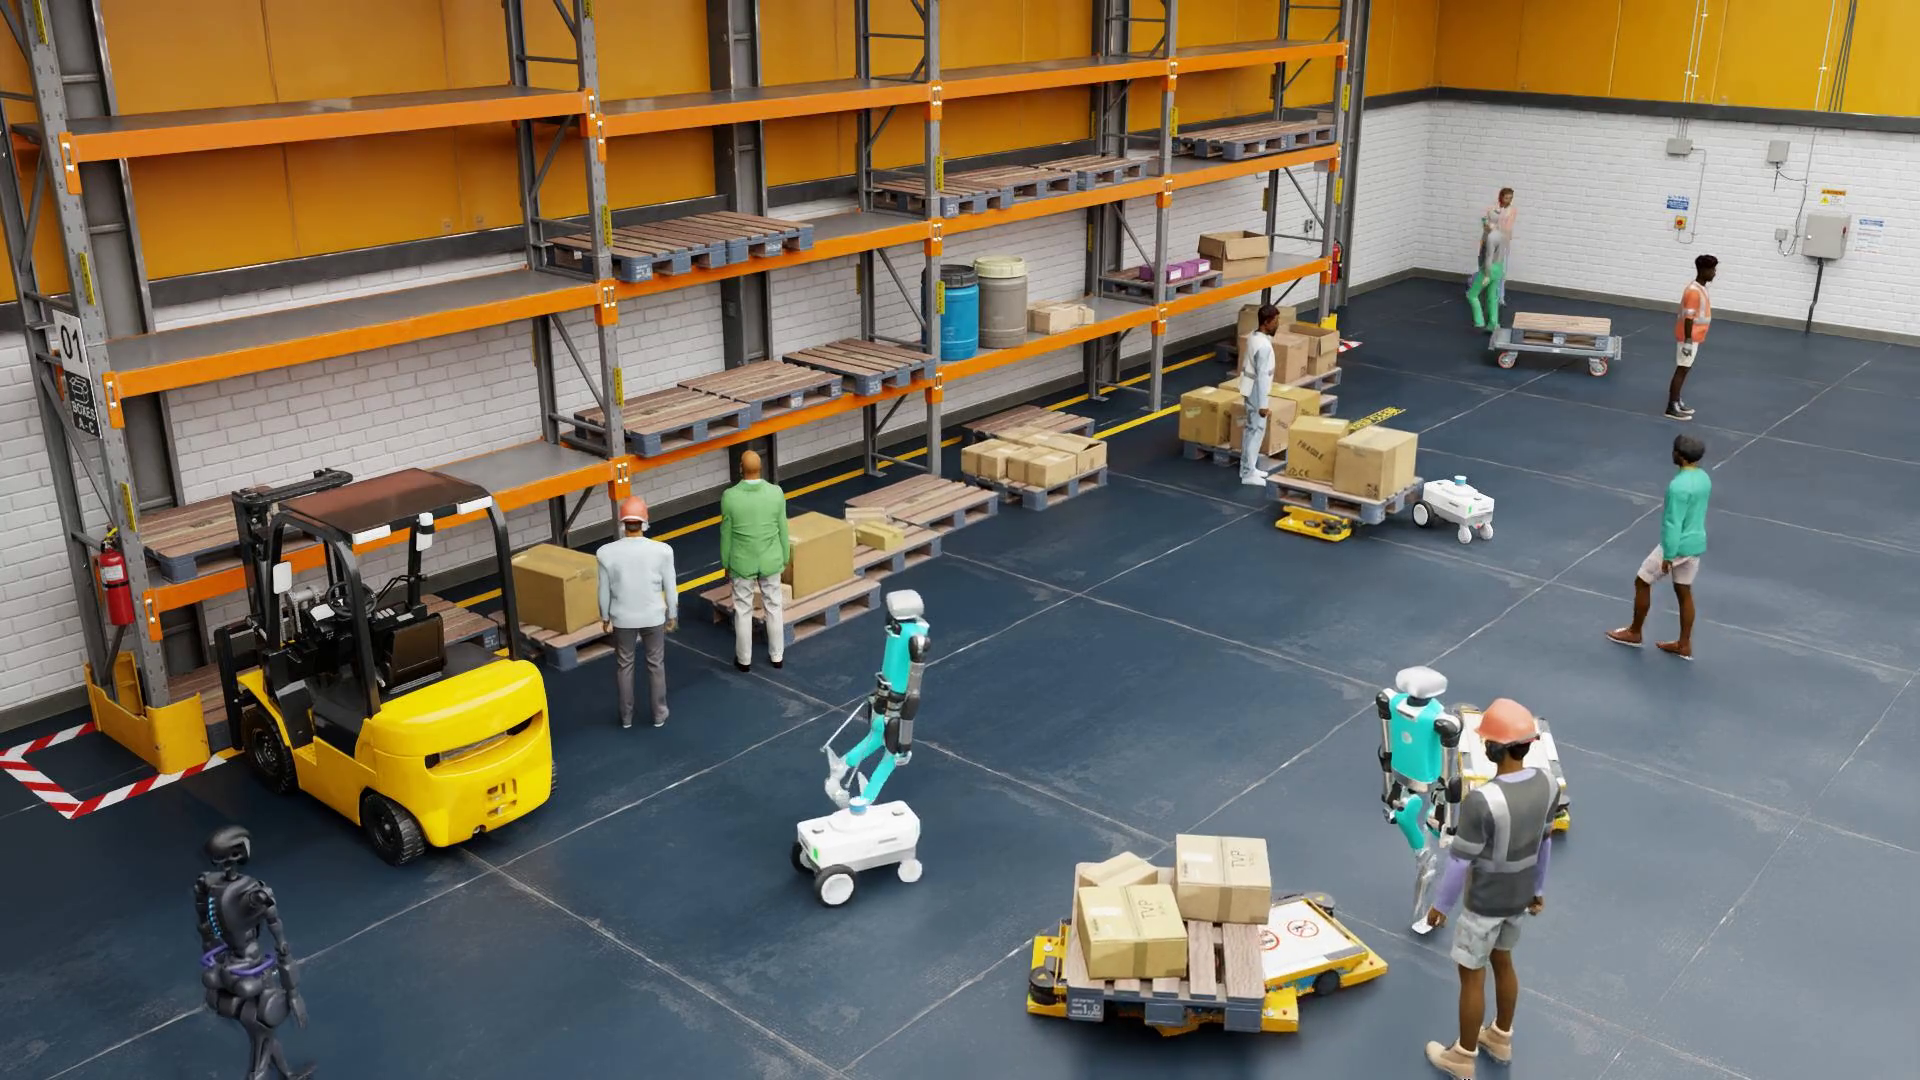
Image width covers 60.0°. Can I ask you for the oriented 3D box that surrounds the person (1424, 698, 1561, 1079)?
[{"bbox_3d":[2.640,1.744,8.295,0.617,2.031,0.423,-13,24,-31],"label":"person"}]

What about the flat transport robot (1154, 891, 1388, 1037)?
[{"bbox_3d":[1.591,2.334,9.226,1.431,0.231,0.659,-9,22,-22],"label":"flat transport robot"}]

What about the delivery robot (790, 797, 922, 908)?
[{"bbox_3d":[-0.639,1.861,10.113,0.790,0.606,0.499,-9,22,-22],"label":"delivery robot"}]

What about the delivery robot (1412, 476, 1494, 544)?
[{"bbox_3d":[4.779,-0.318,16.022,0.499,0.609,0.813,-9,22,-24],"label":"delivery robot"}]

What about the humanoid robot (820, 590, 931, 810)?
[{"bbox_3d":[-0.570,1.212,10.236,0.770,1.826,0.533,-8,22,-20],"label":"humanoid robot"}]

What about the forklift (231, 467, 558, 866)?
[{"bbox_3d":[-3.730,0.710,10.856,2.313,2.155,1.214,17,26,38],"label":"forklift"}]

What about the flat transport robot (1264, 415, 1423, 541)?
[{"bbox_3d":[3.760,-0.308,16.386,0.659,0.231,1.431,16,26,37],"label":"flat transport robot"}]

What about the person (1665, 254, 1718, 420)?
[{"bbox_3d":[8.641,-2.410,19.643,0.363,1.961,0.615,11,23,27],"label":"person"}]

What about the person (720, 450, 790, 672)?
[{"bbox_3d":[-1.587,0.170,12.922,0.544,1.777,0.387,-6,21,-16],"label":"person"}]

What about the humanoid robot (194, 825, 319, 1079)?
[{"bbox_3d":[-3.378,2.104,7.884,0.584,1.623,0.780,8,22,21],"label":"humanoid robot"}]

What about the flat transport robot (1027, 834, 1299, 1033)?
[{"bbox_3d":[1.104,2.381,9.099,1.431,0.231,0.659,2,20,6],"label":"flat transport robot"}]

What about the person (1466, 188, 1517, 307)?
[{"bbox_3d":[8.239,-4.544,25.640,0.567,1.813,0.735,-8,22,-21],"label":"person"}]

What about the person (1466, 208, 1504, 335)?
[{"bbox_3d":[7.490,-3.823,23.663,0.527,1.823,0.547,15,25,35],"label":"person"}]

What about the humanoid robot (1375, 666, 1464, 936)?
[{"bbox_3d":[2.705,1.531,9.424,0.788,1.861,0.530,-15,25,-34],"label":"humanoid robot"}]

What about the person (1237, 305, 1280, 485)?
[{"bbox_3d":[3.085,-1.506,17.272,0.399,1.908,0.597,0,20,0],"label":"person"}]

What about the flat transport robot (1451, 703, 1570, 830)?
[{"bbox_3d":[3.740,1.533,11.397,0.659,0.231,1.431,4,21,11],"label":"flat transport robot"}]

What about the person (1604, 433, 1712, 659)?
[{"bbox_3d":[5.610,0.023,13.248,0.529,1.821,0.789,-15,25,-35],"label":"person"}]

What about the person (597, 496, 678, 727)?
[{"bbox_3d":[-2.317,0.523,12.012,0.571,1.738,0.351,-3,21,-9],"label":"person"}]
